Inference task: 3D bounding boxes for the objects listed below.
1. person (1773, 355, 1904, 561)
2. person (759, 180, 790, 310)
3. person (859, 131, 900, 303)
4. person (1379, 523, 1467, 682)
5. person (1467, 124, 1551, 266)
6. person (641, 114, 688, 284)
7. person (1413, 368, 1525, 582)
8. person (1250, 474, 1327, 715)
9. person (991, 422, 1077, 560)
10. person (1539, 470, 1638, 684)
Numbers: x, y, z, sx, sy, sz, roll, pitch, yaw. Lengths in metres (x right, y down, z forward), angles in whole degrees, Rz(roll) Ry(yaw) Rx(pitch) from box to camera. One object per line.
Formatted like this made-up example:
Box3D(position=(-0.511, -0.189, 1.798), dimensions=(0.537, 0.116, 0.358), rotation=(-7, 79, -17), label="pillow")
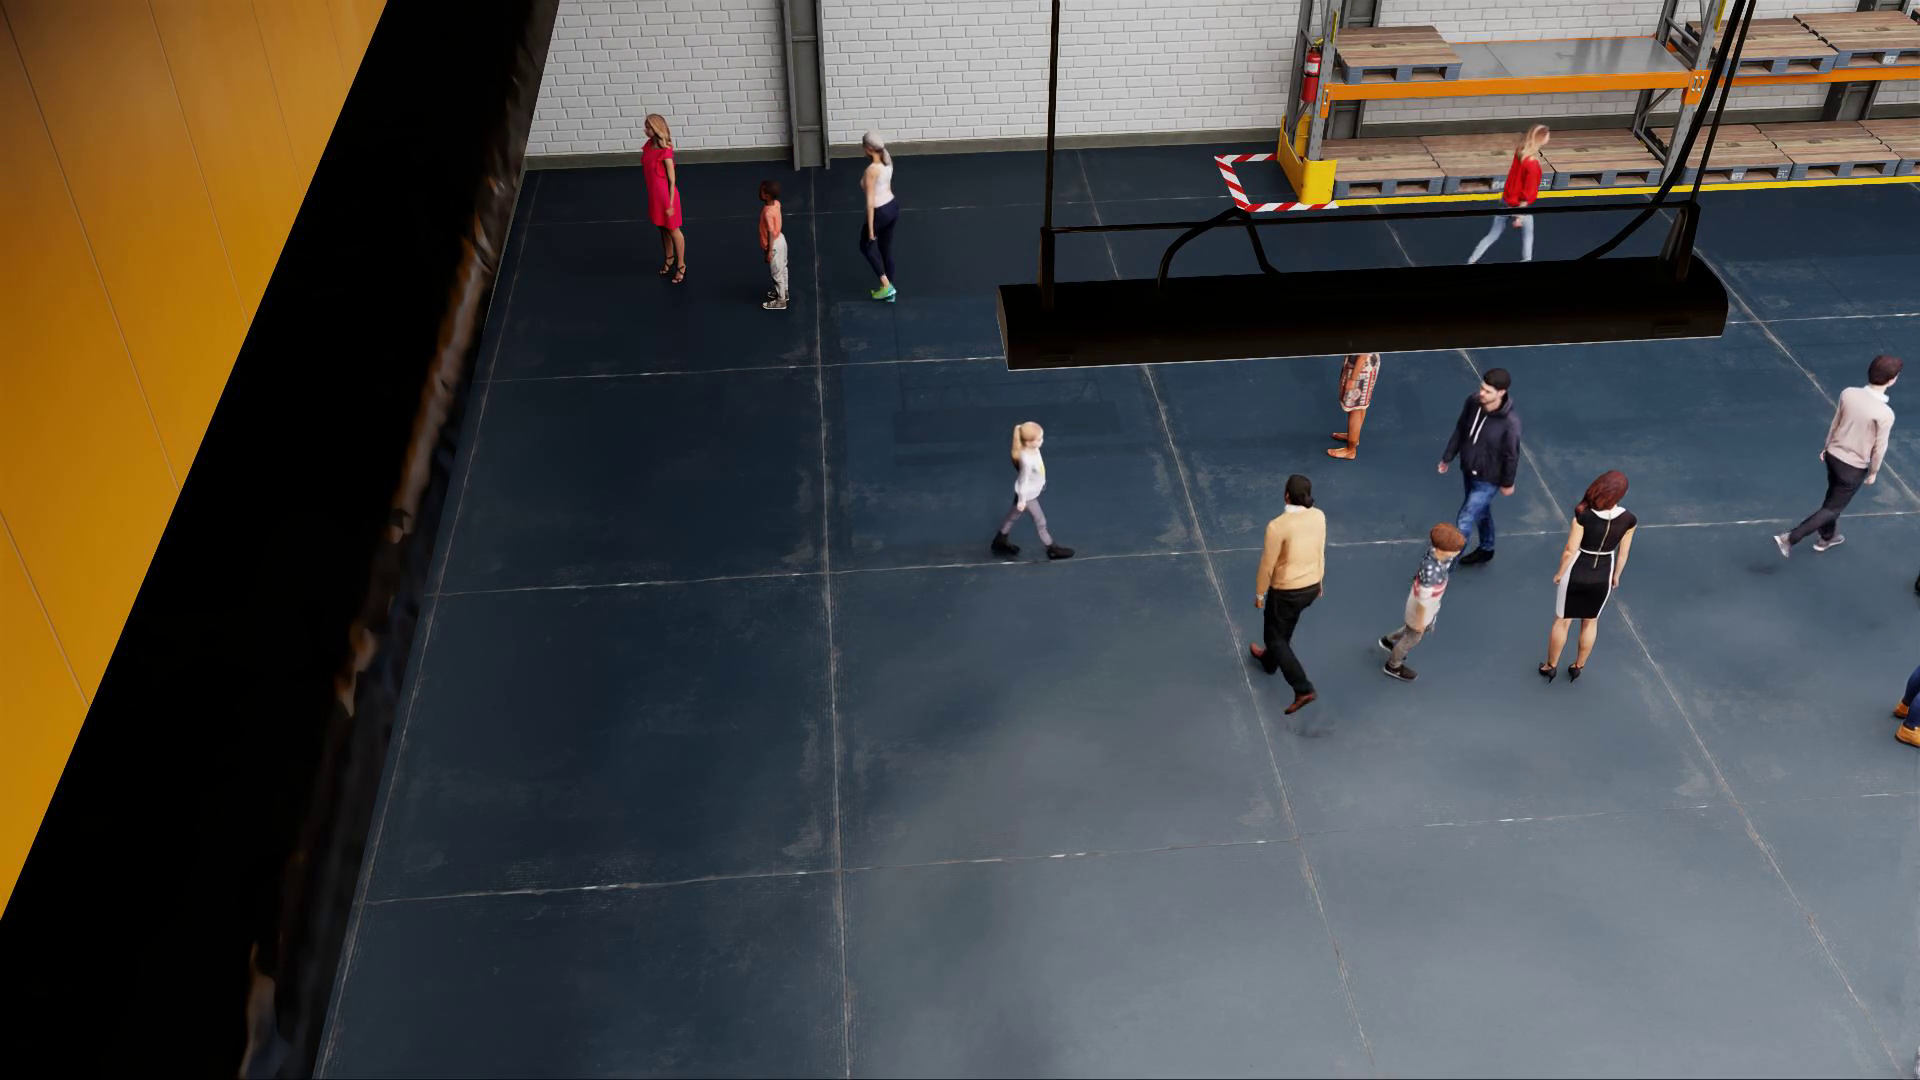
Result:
Box3D(position=(6.675, -0.577, 12.608), dimensions=(1.109, 1.791, 0.781), rotation=(-12, 40, -14), label="person")
Box3D(position=(-1.757, -2.816, 15.798), dimensions=(0.547, 1.310, 0.538), rotation=(7, 39, 8), label="person")
Box3D(position=(-0.664, -3.023, 15.761), dimensions=(0.820, 1.679, 0.778), rotation=(18, 42, 21), label="person")
Box3D(position=(3.215, 0.417, 11.661), dimensions=(0.779, 1.420, 0.702), rotation=(12, 40, 15), label="person")
Box3D(position=(5.257, -3.195, 15.989), dimensions=(1.134, 1.662, 0.715), rotation=(-7, 39, -9), label="person")
Box3D(position=(-2.859, -3.326, 16.101), dimensions=(0.700, 1.729, 0.662), rotation=(-28, 46, -30), label="person")
Box3D(position=(4.005, -0.523, 12.496), dimensions=(1.150, 1.847, 0.888), rotation=(-13, 40, -16), label="person")
Box3D(position=(2.334, 0.385, 11.458), dimensions=(1.139, 1.723, 1.026), rotation=(-22, 44, -25), label="person")
Box3D(position=(0.455, -0.367, 12.784), dimensions=(0.925, 1.244, 0.618), rotation=(4, 39, 5), label="person")
Box3D(position=(4.344, 0.274, 11.540), dimensions=(0.497, 1.795, 0.684), rotation=(4, 39, 5), label="person")
